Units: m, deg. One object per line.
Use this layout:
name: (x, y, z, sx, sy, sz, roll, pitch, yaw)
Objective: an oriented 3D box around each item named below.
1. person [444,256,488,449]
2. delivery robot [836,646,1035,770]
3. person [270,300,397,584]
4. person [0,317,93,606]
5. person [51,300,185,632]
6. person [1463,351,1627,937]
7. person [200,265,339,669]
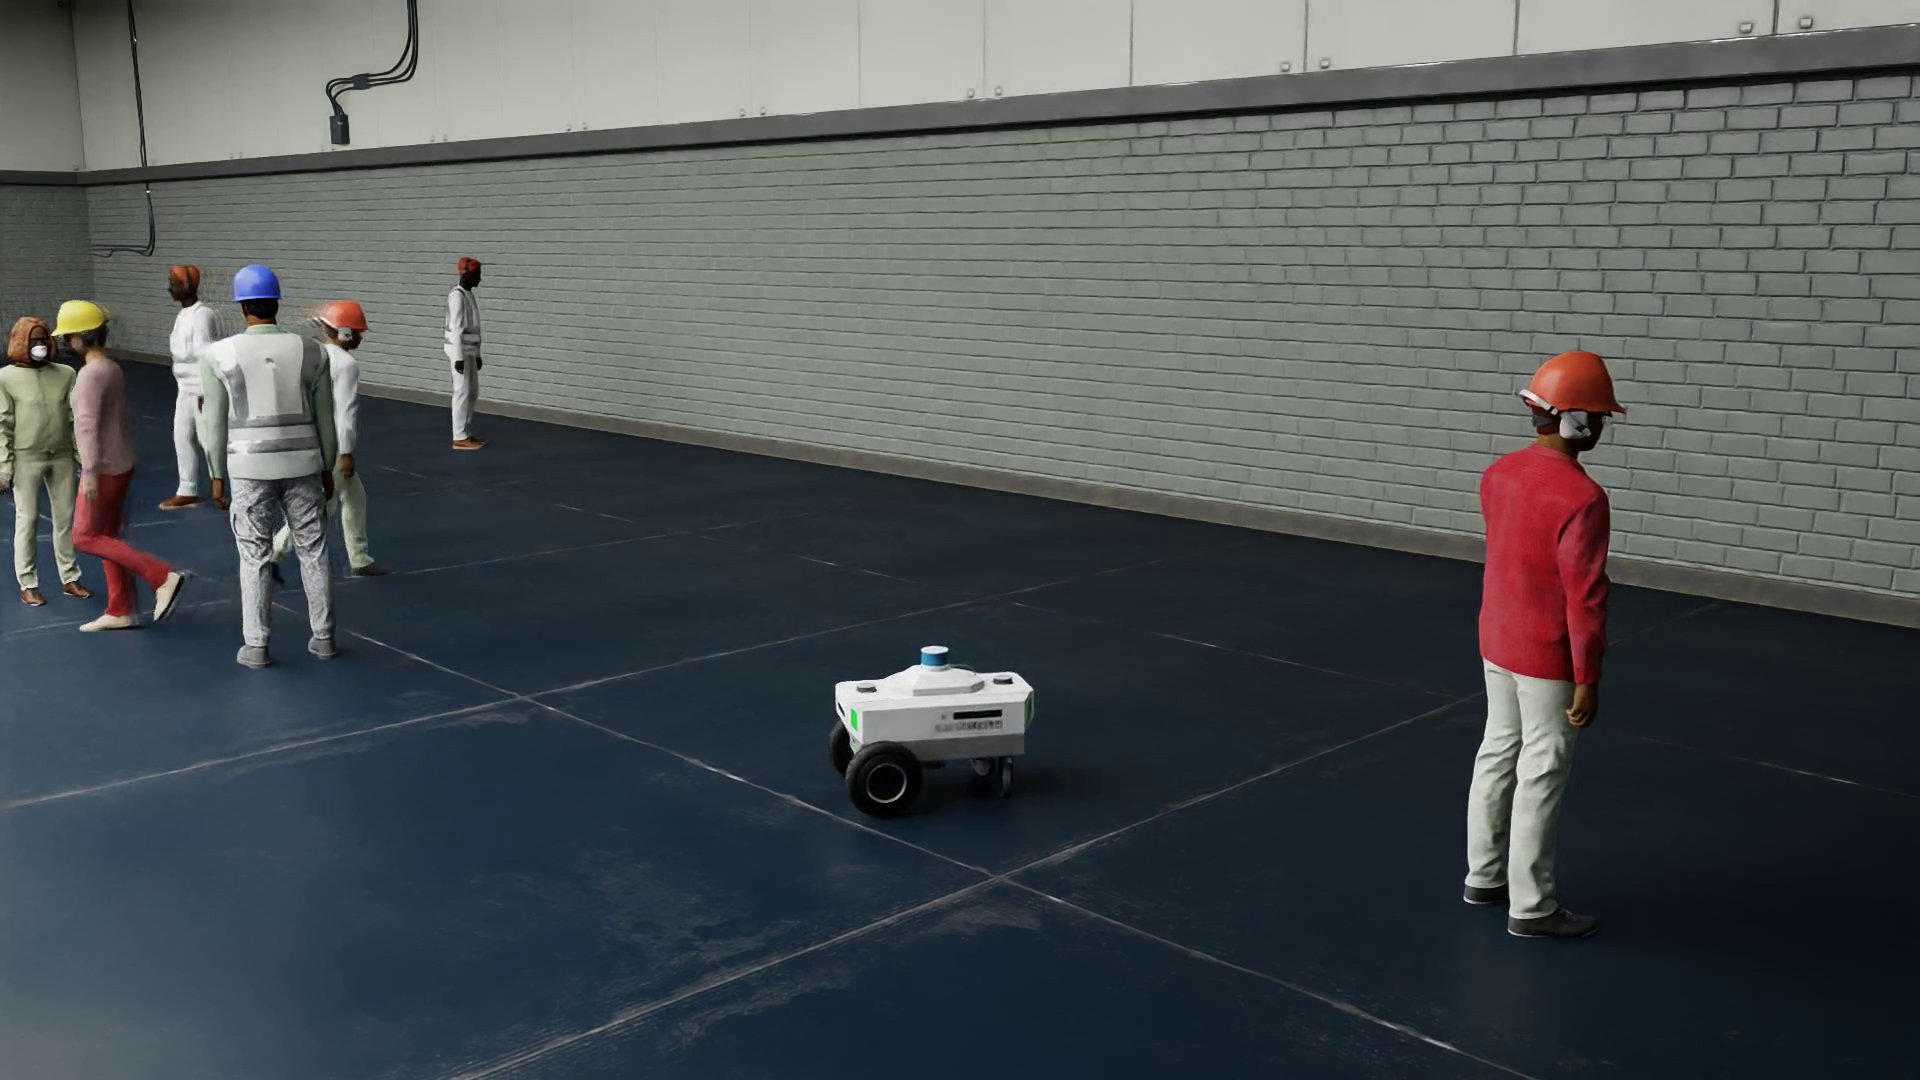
person: (-4.814, -1.813, 16.198, 0.383, 1.874, 0.586, 0, 10, -2)
delivery robot: (-0.090, 0.638, 6.166, 0.707, 0.478, 0.477, -2, 11, -13)
person: (-3.831, -0.572, 9.888, 0.803, 1.706, 0.578, -7, 13, -35)
person: (-5.194, -0.446, 9.415, 0.279, 1.624, 0.494, 7, 12, 32)
person: (-4.382, -0.367, 8.624, 0.483, 1.748, 0.541, -3, 11, -14)
person: (1.747, 0.315, 4.942, 0.344, 1.747, 0.571, -2, 11, -12)
person: (-3.330, -0.353, 8.064, 0.603, 1.938, 0.425, -7, 12, -33)
